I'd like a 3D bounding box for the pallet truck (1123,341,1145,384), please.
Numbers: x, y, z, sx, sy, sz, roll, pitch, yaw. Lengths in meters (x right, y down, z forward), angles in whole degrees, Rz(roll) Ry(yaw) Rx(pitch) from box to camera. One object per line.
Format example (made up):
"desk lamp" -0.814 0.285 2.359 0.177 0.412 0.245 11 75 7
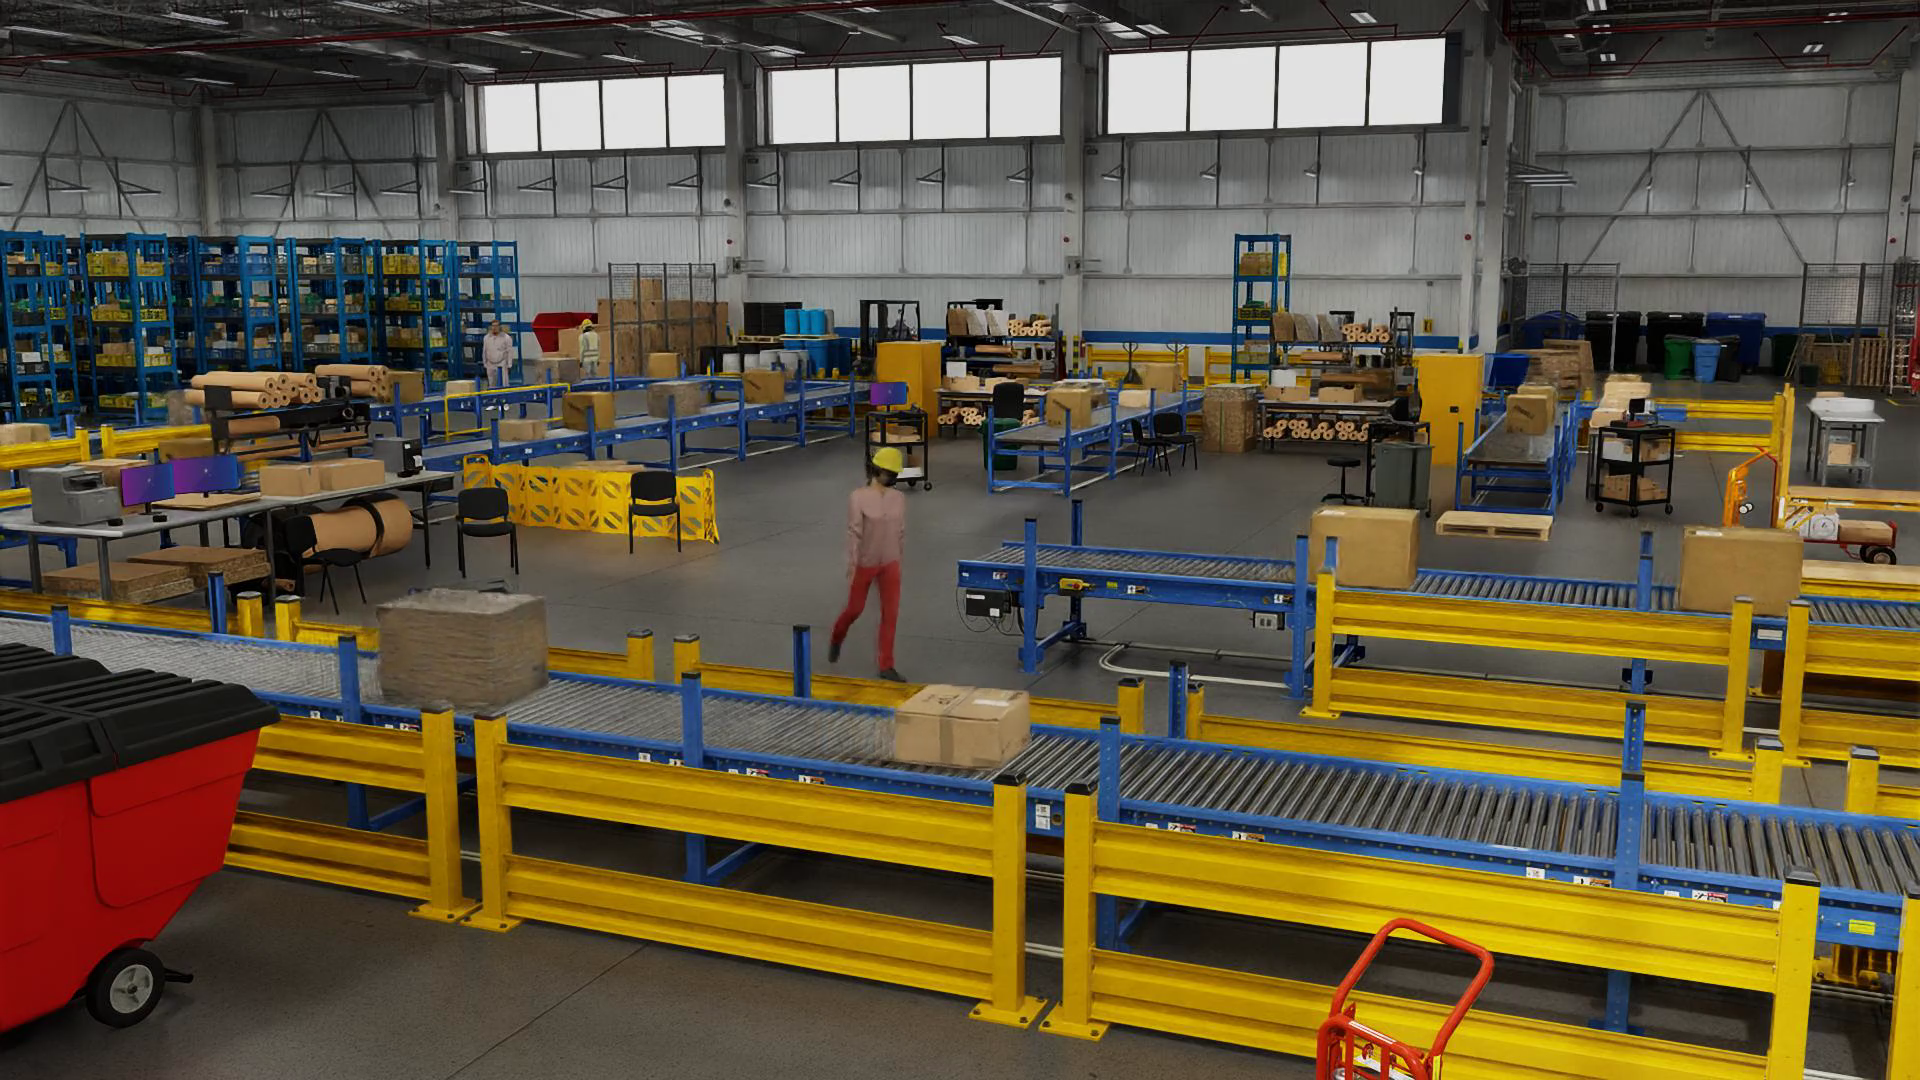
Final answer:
"pallet truck" 4.445 -4.380 41.279 0.680 1.201 1.601 4 10 22

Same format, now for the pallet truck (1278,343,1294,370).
"pallet truck" 7.886 -4.163 39.743 0.653 1.274 1.630 4 10 22

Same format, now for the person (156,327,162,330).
"person" -17.887 -4.005 37.189 0.577 1.831 0.396 -7 11 -35

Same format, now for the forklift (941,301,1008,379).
"forklift" 0.365 -4.966 41.571 1.157 1.987 2.680 3 10 20

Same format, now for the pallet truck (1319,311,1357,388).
"pallet truck" 9.071 -4.419 39.190 0.823 1.965 1.885 5 10 26

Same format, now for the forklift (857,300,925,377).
"forklift" -1.732 -5.109 42.468 1.157 1.987 2.680 4 10 22

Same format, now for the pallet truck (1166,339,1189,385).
"pallet truck" 5.418 -4.269 40.420 0.704 1.261 1.522 3 10 20

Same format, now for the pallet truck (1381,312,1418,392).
"pallet truck" 10.207 -4.283 38.369 0.823 1.965 1.885 3 10 20

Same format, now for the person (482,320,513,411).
"person" -9.697 -3.653 34.832 0.648 1.906 0.409 1 9 6

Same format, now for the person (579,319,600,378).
"person" -8.415 -4.090 37.694 0.404 1.833 0.591 6 11 34

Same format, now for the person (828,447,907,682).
"person" -0.664 0.156 12.333 0.547 1.721 0.795 -6 11 -33
